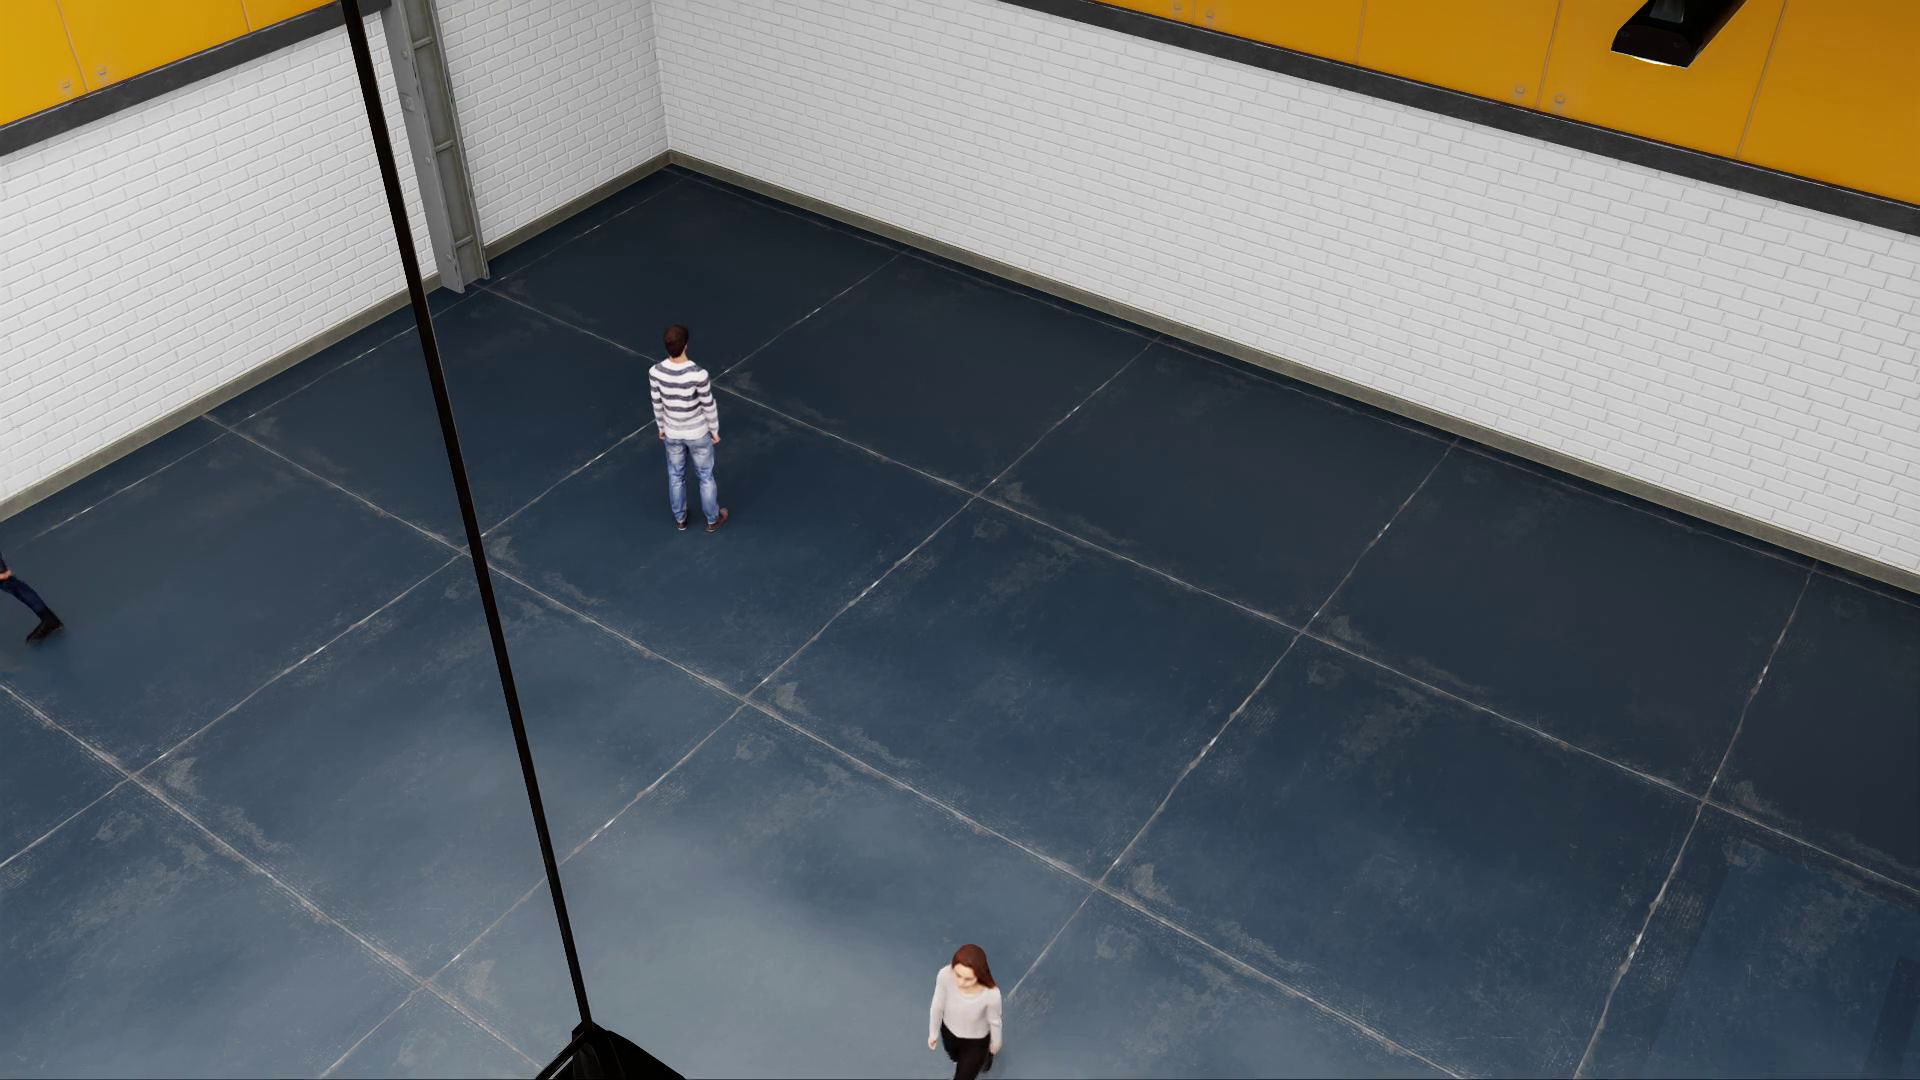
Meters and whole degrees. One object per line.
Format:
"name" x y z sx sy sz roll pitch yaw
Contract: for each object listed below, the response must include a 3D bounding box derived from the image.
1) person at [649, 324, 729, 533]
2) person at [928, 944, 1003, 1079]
"person" -2.158 -0.871 13.117 0.722 1.853 0.689 5 39 7
"person" 0.055 2.632 9.043 0.591 1.462 0.969 19 42 22
